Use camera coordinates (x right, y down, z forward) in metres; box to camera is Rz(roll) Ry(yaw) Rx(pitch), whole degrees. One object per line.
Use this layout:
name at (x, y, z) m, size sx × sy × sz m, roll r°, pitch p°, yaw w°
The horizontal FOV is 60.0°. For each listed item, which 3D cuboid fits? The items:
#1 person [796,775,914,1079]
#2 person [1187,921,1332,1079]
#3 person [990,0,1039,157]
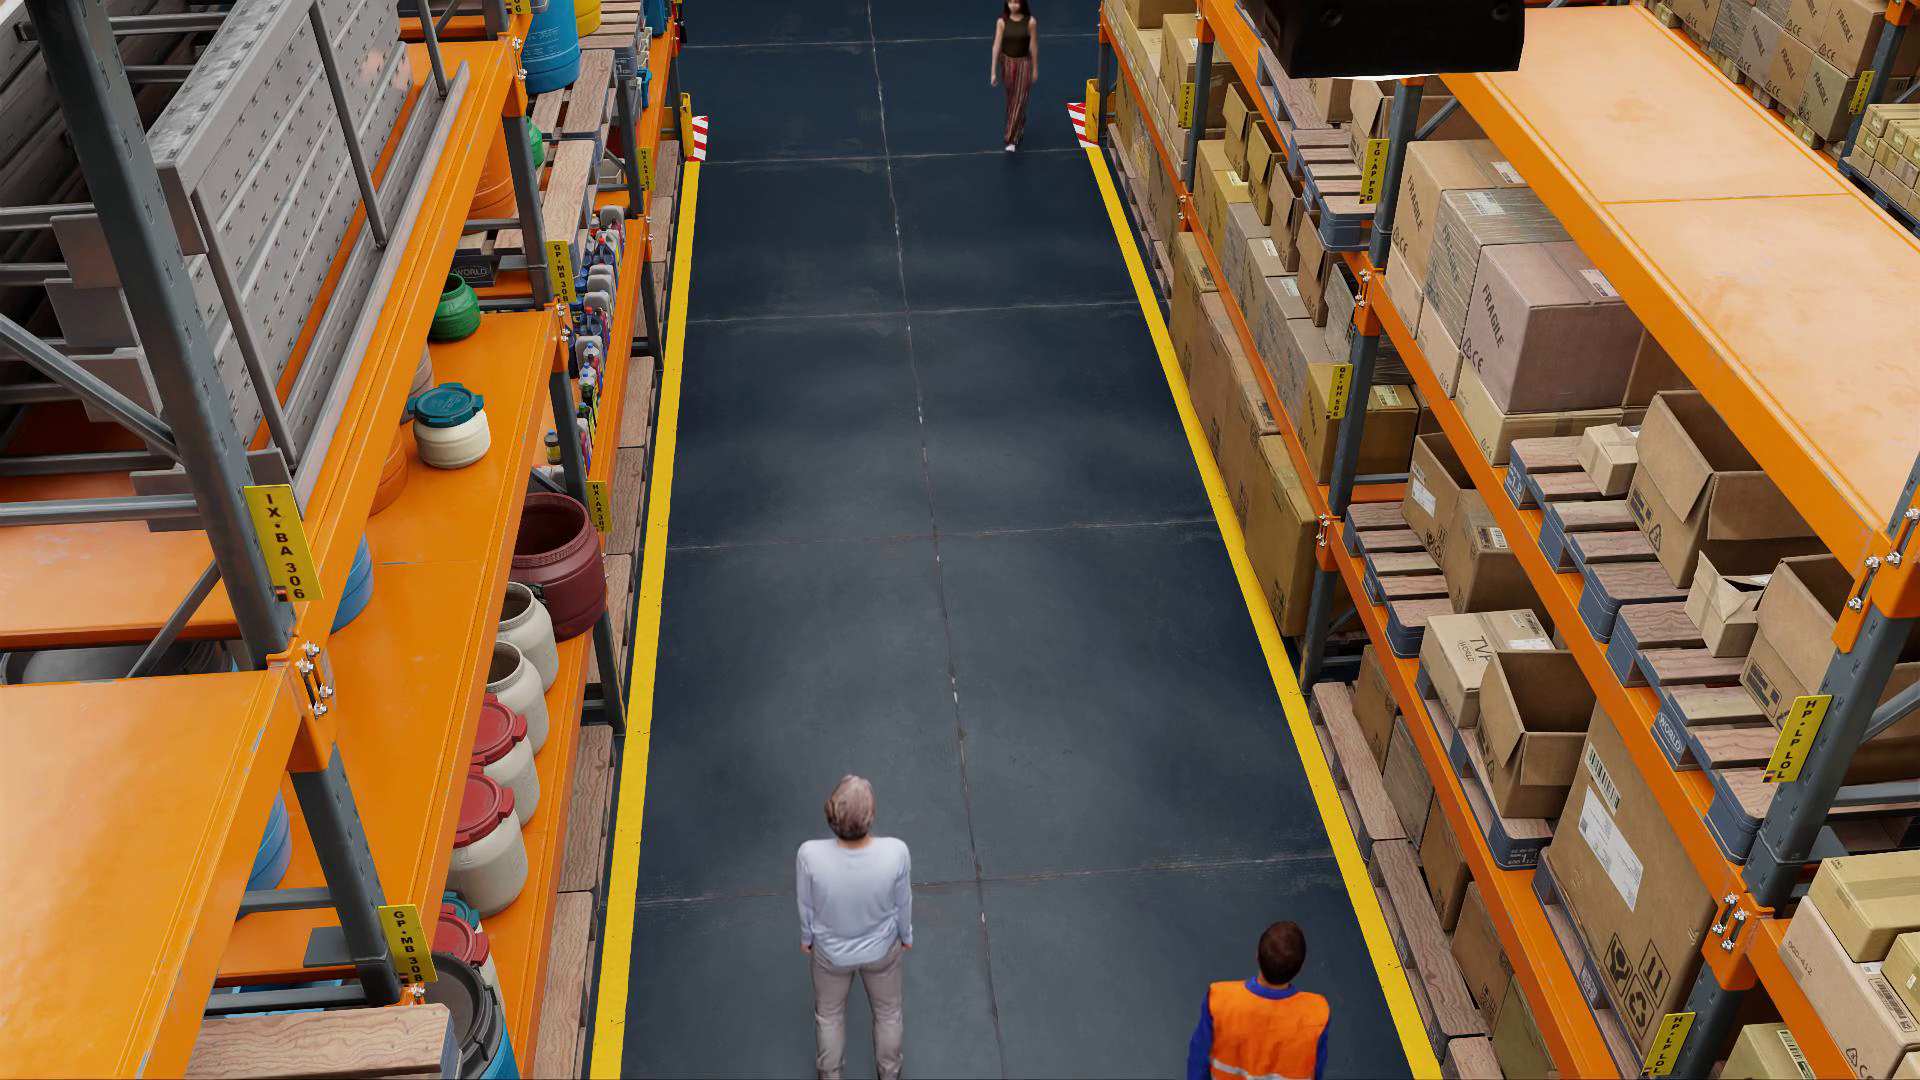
person at (-0.444, 1.743, 7.160) m, size 0.646 × 1.892 × 0.562 m, roll -2°, pitch 37°, yaw -3°
person at (1.157, 2.235, 6.547) m, size 0.839 × 1.851 × 0.946 m, roll 9°, pitch 38°, yaw 11°
person at (0.539, -4.442, 15.605) m, size 0.800 × 1.518 × 1.108 m, roll 9°, pitch 38°, yaw 11°
